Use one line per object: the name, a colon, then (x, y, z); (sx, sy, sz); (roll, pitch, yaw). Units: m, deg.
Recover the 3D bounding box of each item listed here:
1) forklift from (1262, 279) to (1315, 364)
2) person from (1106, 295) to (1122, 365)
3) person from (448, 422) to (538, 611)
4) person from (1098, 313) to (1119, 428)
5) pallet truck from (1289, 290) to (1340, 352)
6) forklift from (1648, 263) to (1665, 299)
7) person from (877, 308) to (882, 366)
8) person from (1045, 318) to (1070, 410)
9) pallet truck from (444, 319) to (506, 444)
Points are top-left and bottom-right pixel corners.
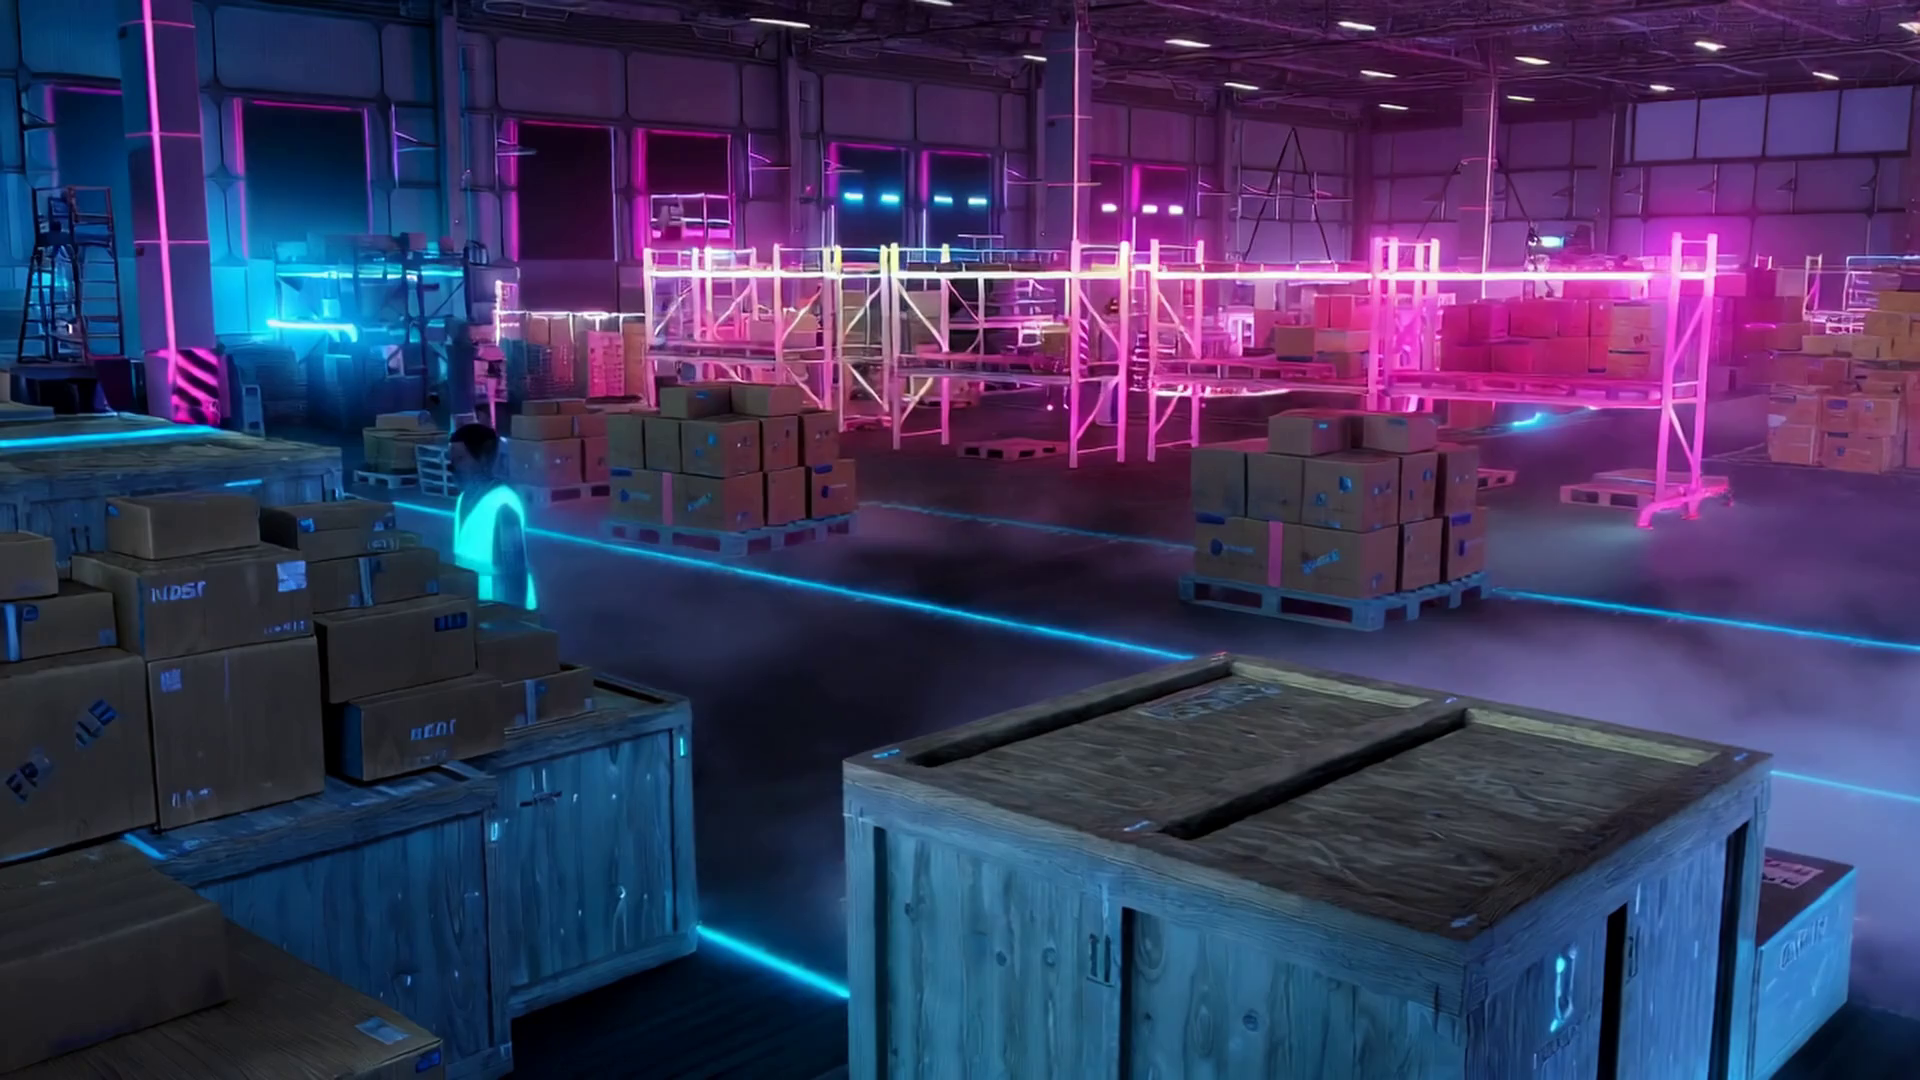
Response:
forklift: (8.555, -6.090, 44.881); (1.873, 2.768, 1.129); (9, 13, 43)
person: (4.274, -5.744, 45.677); (0.542, 1.929, 0.368); (0, 9, 0)
person: (-2.300, 0.372, 8.207); (0.370, 1.916, 0.597); (-7, 11, -36)
person: (2.502, -2.836, 27.846); (0.369, 1.925, 0.594); (-1, 9, -7)
pallet truck: (11.297, -6.951, 52.861); (1.885, 1.965, 0.823); (-5, 11, -29)
forklift: (18.906, -6.155, 45.282); (1.873, 2.768, 1.129); (3, 10, 15)
person: (-2.063, -5.360, 44.229); (0.314, 1.633, 0.517); (0, 9, 3)
person: (1.852, -3.325, 31.425); (0.484, 1.739, 0.319); (-2, 9, -12)
pallet truck: (-6.981, -1.942, 22.150); (1.885, 1.965, 0.823); (1, 9, 9)
